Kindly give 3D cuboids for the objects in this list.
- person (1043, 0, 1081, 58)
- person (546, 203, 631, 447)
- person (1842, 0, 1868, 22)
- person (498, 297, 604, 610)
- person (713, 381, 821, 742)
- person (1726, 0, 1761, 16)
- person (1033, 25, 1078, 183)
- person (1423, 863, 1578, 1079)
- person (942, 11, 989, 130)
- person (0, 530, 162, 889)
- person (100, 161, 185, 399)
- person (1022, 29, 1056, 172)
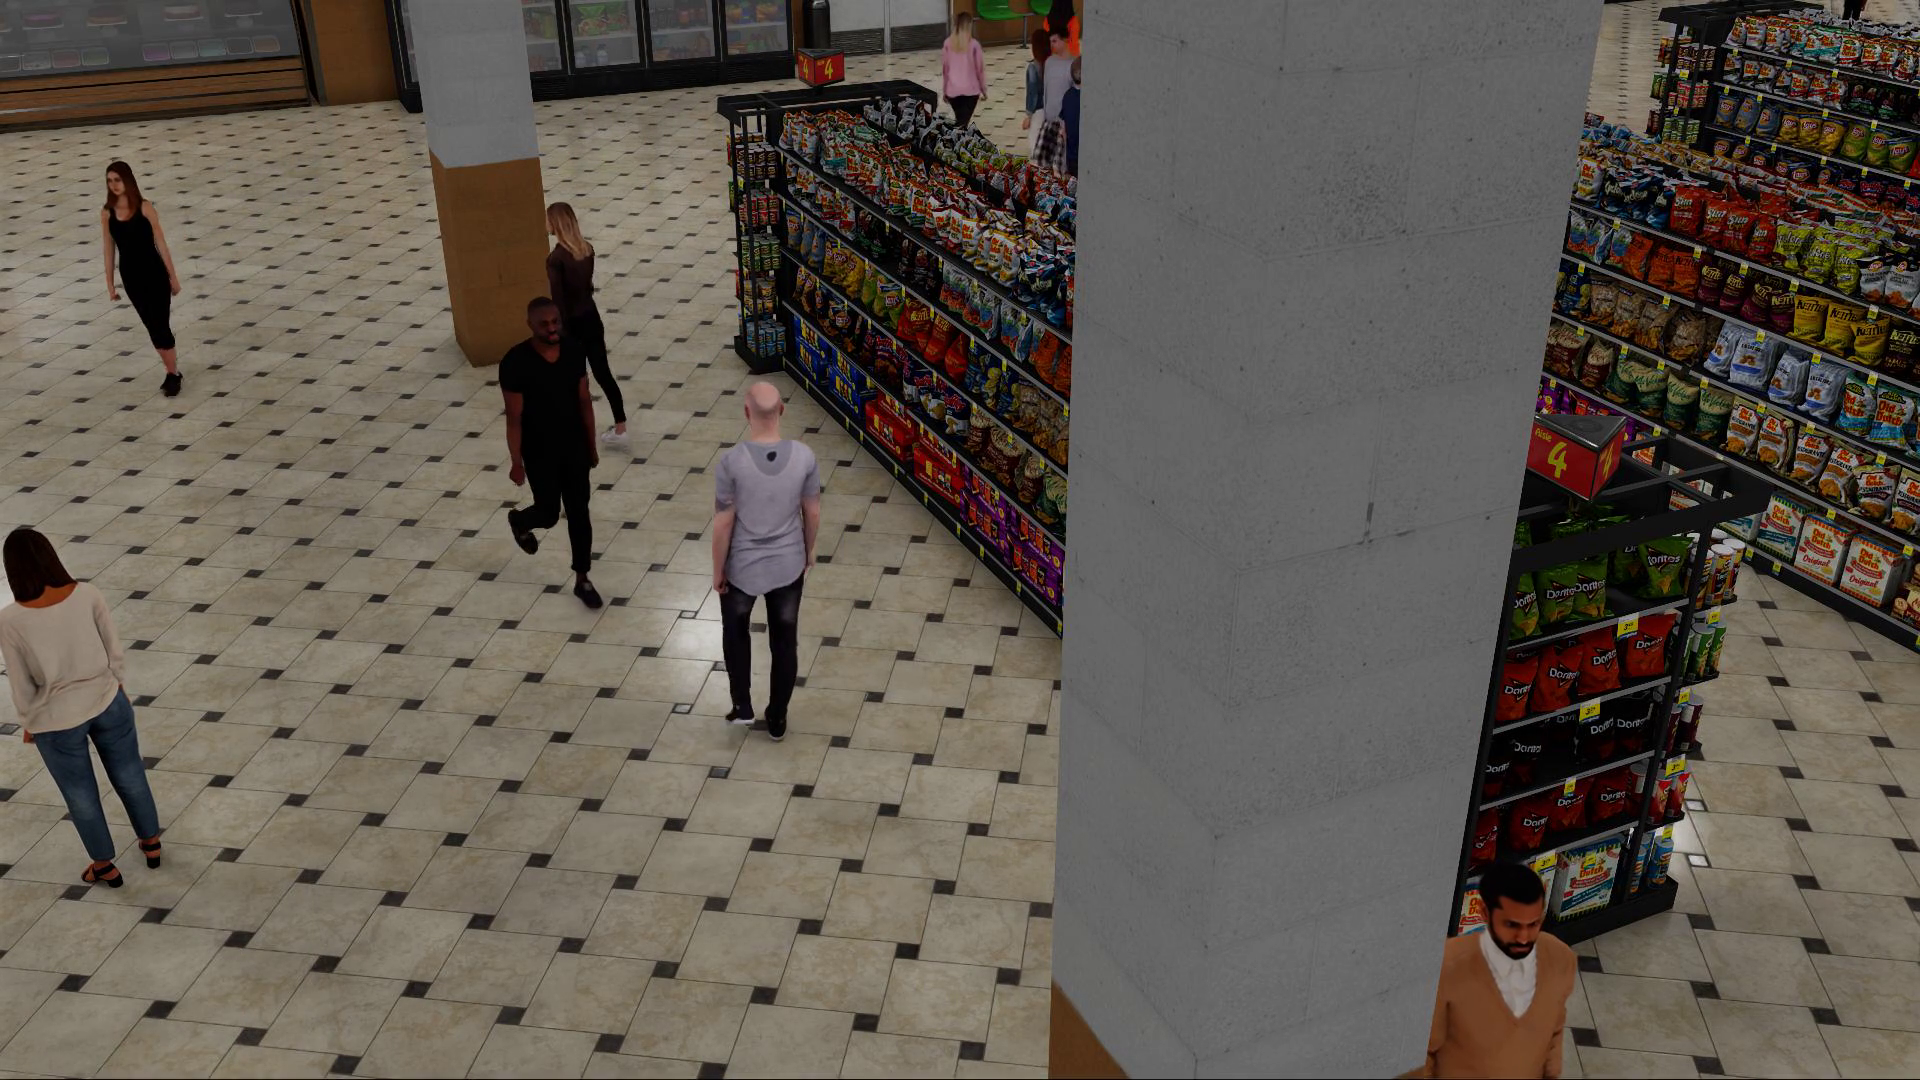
[{"bbox_3d":[1.155,-5.424,19.002,0.659,1.748,0.766,17,32,30],"label":"person"},{"bbox_3d":[-2.492,-1.386,11.147,1.191,1.651,1.037,15,30,26],"label":"person"},{"bbox_3d":[13.240,-7.991,24.610,0.583,1.254,0.417,-13,30,-24],"label":"person"},{"bbox_3d":[-2.315,-0.510,9.259,1.117,1.795,0.876,24,35,38],"label":"person"},{"bbox_3d":[-0.906,0.167,7.899,0.753,1.818,0.704,-8,28,-16],"label":"person"},{"bbox_3d":[9.368,-6.017,20.373,0.753,1.566,0.868,-18,32,-31],"label":"person"},{"bbox_3d":[1.042,-4.121,16.341,0.837,1.832,0.890,16,31,28],"label":"person"},{"bbox_3d":[1.542,1.687,4.973,0.722,1.754,0.668,-5,27,-9],"label":"person"},{"bbox_3d":[-0.004,-4.744,17.783,1.099,1.637,1.115,12,29,22],"label":"person"},{"bbox_3d":[-3.690,0.718,6.968,0.659,1.677,0.682,24,36,39],"label":"person"},{"bbox_3d":[-5.894,-1.922,12.135,0.748,1.714,0.806,1,27,2],"label":"person"},{"bbox_3d":[0.829,-4.298,16.832,0.694,1.703,0.689,17,31,30],"label":"person"}]
